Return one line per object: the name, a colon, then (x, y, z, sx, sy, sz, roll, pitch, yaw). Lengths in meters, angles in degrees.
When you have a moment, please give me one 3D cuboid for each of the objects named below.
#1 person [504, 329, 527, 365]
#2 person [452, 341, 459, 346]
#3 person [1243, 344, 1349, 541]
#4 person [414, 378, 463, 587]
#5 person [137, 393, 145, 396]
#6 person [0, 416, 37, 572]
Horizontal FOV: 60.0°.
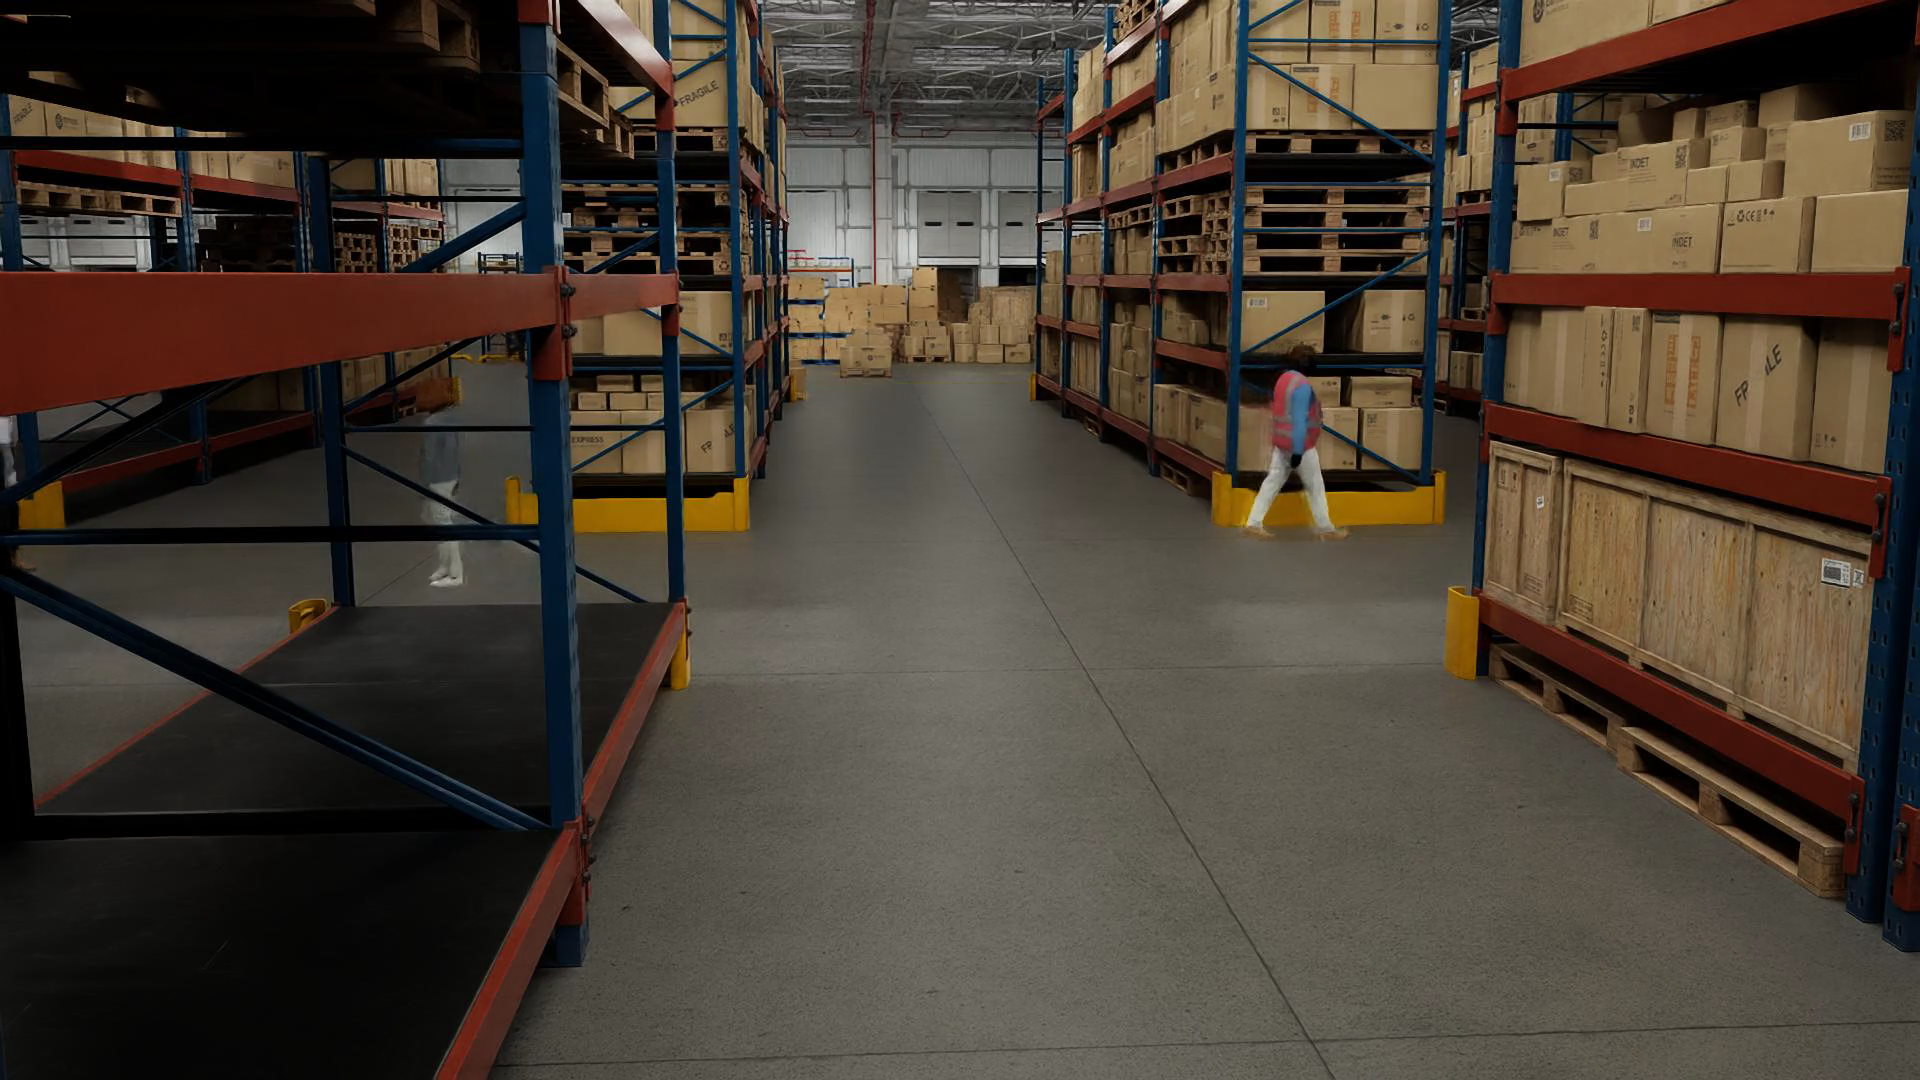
person: (-11.803, -5.698, 44.539, 0.641, 2.000, 0.699, -1, 9, -7)
person: (-16.955, -7.464, 55.945, 0.354, 1.938, 0.636, -5, 10, -27)
person: (3.012, -0.861, 14.979, 0.965, 1.798, 0.622, -2, 9, -11)
person: (-4.052, -0.435, 12.800, 0.468, 1.614, 0.535, 1, 9, 4)
person: (-16.380, -3.842, 33.252, 0.571, 1.922, 0.574, 5, 10, 29)
person: (-7.898, -0.555, 13.412, 0.690, 1.672, 0.546, 3, 9, 16)
